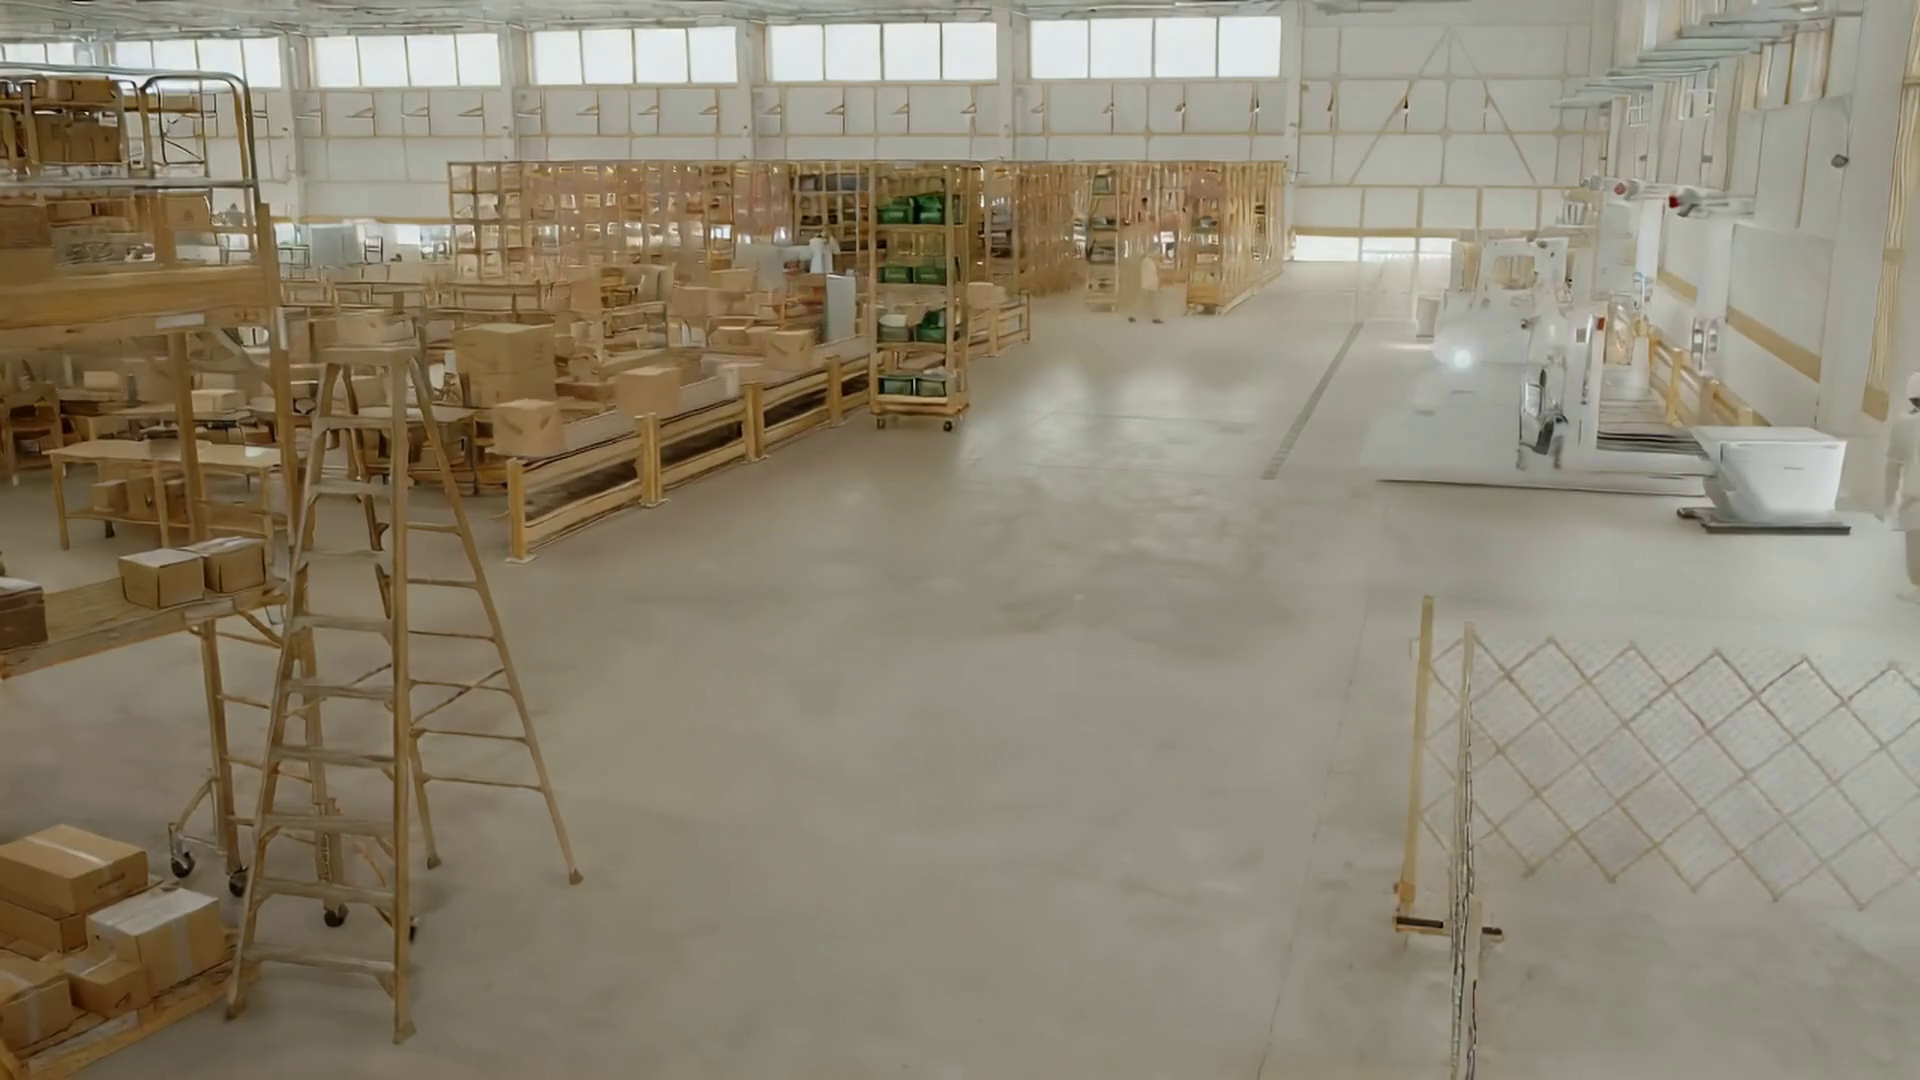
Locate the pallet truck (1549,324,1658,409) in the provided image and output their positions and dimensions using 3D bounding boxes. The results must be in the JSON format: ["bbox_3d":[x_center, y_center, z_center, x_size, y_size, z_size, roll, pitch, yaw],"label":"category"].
[{"bbox_3d":[9.824,-2.669,25.407,1.601,1.201,0.680,4,14,16],"label":"pallet truck"}]

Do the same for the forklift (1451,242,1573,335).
[{"bbox_3d":[10.464,-4.597,31.405,2.680,1.987,1.157,4,14,16],"label":"forklift"}]

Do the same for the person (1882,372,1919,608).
[{"bbox_3d":[8.106,-0.386,13.897,0.694,1.991,0.692,5,14,20],"label":"person"}]

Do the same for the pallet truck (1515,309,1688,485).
[{"bbox_3d":[7.554,-1.677,19.446,1.885,1.965,0.823,3,13,14],"label":"pallet truck"}]

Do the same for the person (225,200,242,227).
[{"bbox_3d":[-29.351,-12.741,67.242,0.611,1.995,0.375,-6,14,-25],"label":"person"}]

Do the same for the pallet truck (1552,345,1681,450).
[{"bbox_3d":[8.641,-1.896,21.908,1.630,1.274,0.653,4,14,16],"label":"pallet truck"}]

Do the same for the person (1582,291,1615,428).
[{"bbox_3d":[8.960,-2.532,23.335,0.405,1.911,0.636,0,13,2],"label":"person"}]

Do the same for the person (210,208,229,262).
[{"bbox_3d":[-26.020,-10.683,58.449,0.602,1.949,0.395,-5,14,-21],"label":"person"}]

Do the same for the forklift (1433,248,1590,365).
[{"bbox_3d":[9.780,-4.111,29.280,2.680,1.987,1.157,3,13,14],"label":"forklift"}]

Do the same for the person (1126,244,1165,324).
[{"bbox_3d":[4.219,-5.784,37.639,0.814,1.803,0.599,5,14,20],"label":"person"}]

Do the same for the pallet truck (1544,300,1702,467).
[{"bbox_3d":[8.263,-1.952,20.631,1.885,1.965,0.823,5,14,20],"label":"pallet truck"}]

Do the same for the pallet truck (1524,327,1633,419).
[{"bbox_3d":[9.065,-2.460,24.370,1.522,1.261,0.704,3,13,14],"label":"pallet truck"}]
